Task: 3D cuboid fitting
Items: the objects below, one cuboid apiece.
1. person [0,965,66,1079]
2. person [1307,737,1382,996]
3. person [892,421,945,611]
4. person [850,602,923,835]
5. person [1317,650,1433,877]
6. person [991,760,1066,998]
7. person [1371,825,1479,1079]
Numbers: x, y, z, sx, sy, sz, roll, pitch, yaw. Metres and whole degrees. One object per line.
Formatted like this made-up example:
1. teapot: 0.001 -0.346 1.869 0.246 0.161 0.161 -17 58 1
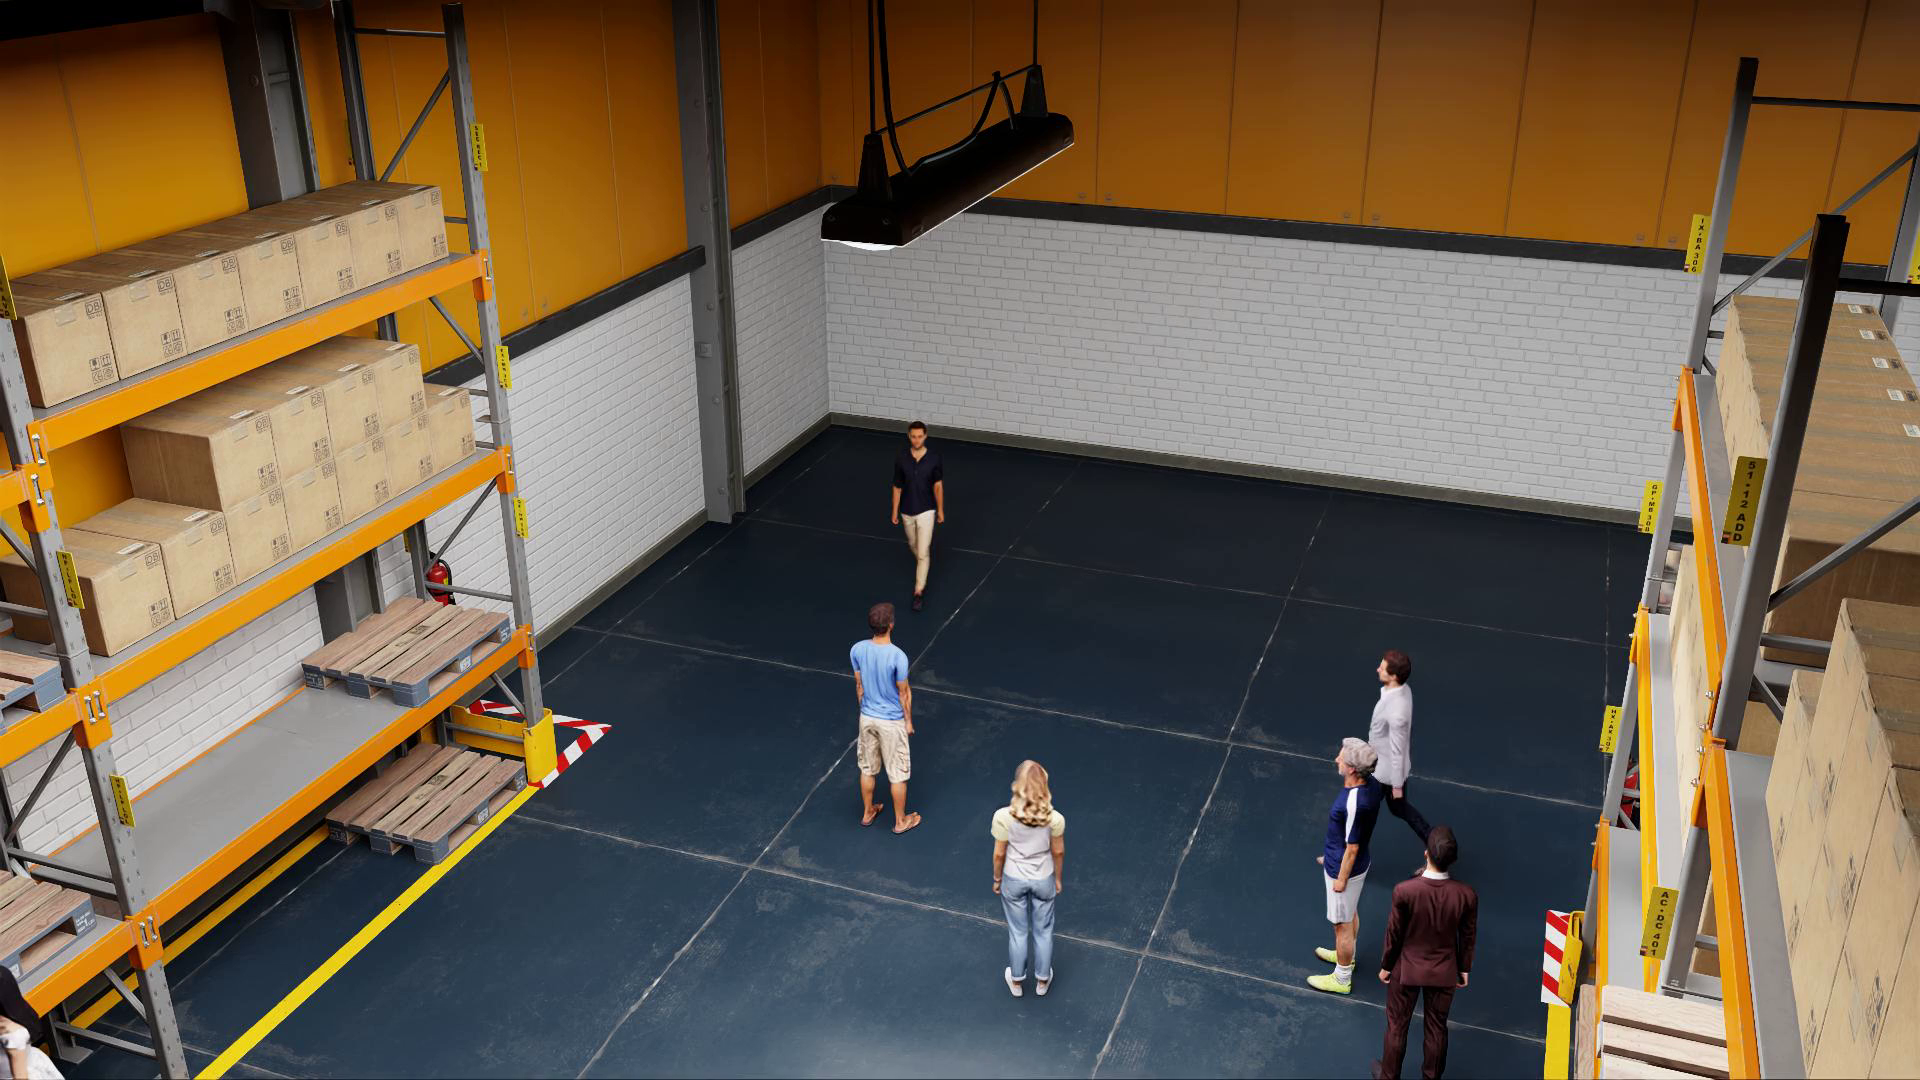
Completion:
1. person: -4.939 2.998 8.854 0.821 1.769 0.784 -15 28 -31
2. person: 2.520 2.101 10.821 0.689 1.838 0.472 9 25 19
3. person: -0.403 -0.308 16.354 0.797 1.818 1.241 4 24 8
4. person: -0.578 1.337 12.531 0.672 1.866 0.599 11 26 24
5. person: 3.156 1.636 11.897 0.742 1.827 1.085 9 25 19
6. person: 0.447 2.197 10.738 0.698 1.727 0.674 -1 24 -1
7. person: 2.747 2.517 9.834 0.754 1.865 0.701 2 24 3
